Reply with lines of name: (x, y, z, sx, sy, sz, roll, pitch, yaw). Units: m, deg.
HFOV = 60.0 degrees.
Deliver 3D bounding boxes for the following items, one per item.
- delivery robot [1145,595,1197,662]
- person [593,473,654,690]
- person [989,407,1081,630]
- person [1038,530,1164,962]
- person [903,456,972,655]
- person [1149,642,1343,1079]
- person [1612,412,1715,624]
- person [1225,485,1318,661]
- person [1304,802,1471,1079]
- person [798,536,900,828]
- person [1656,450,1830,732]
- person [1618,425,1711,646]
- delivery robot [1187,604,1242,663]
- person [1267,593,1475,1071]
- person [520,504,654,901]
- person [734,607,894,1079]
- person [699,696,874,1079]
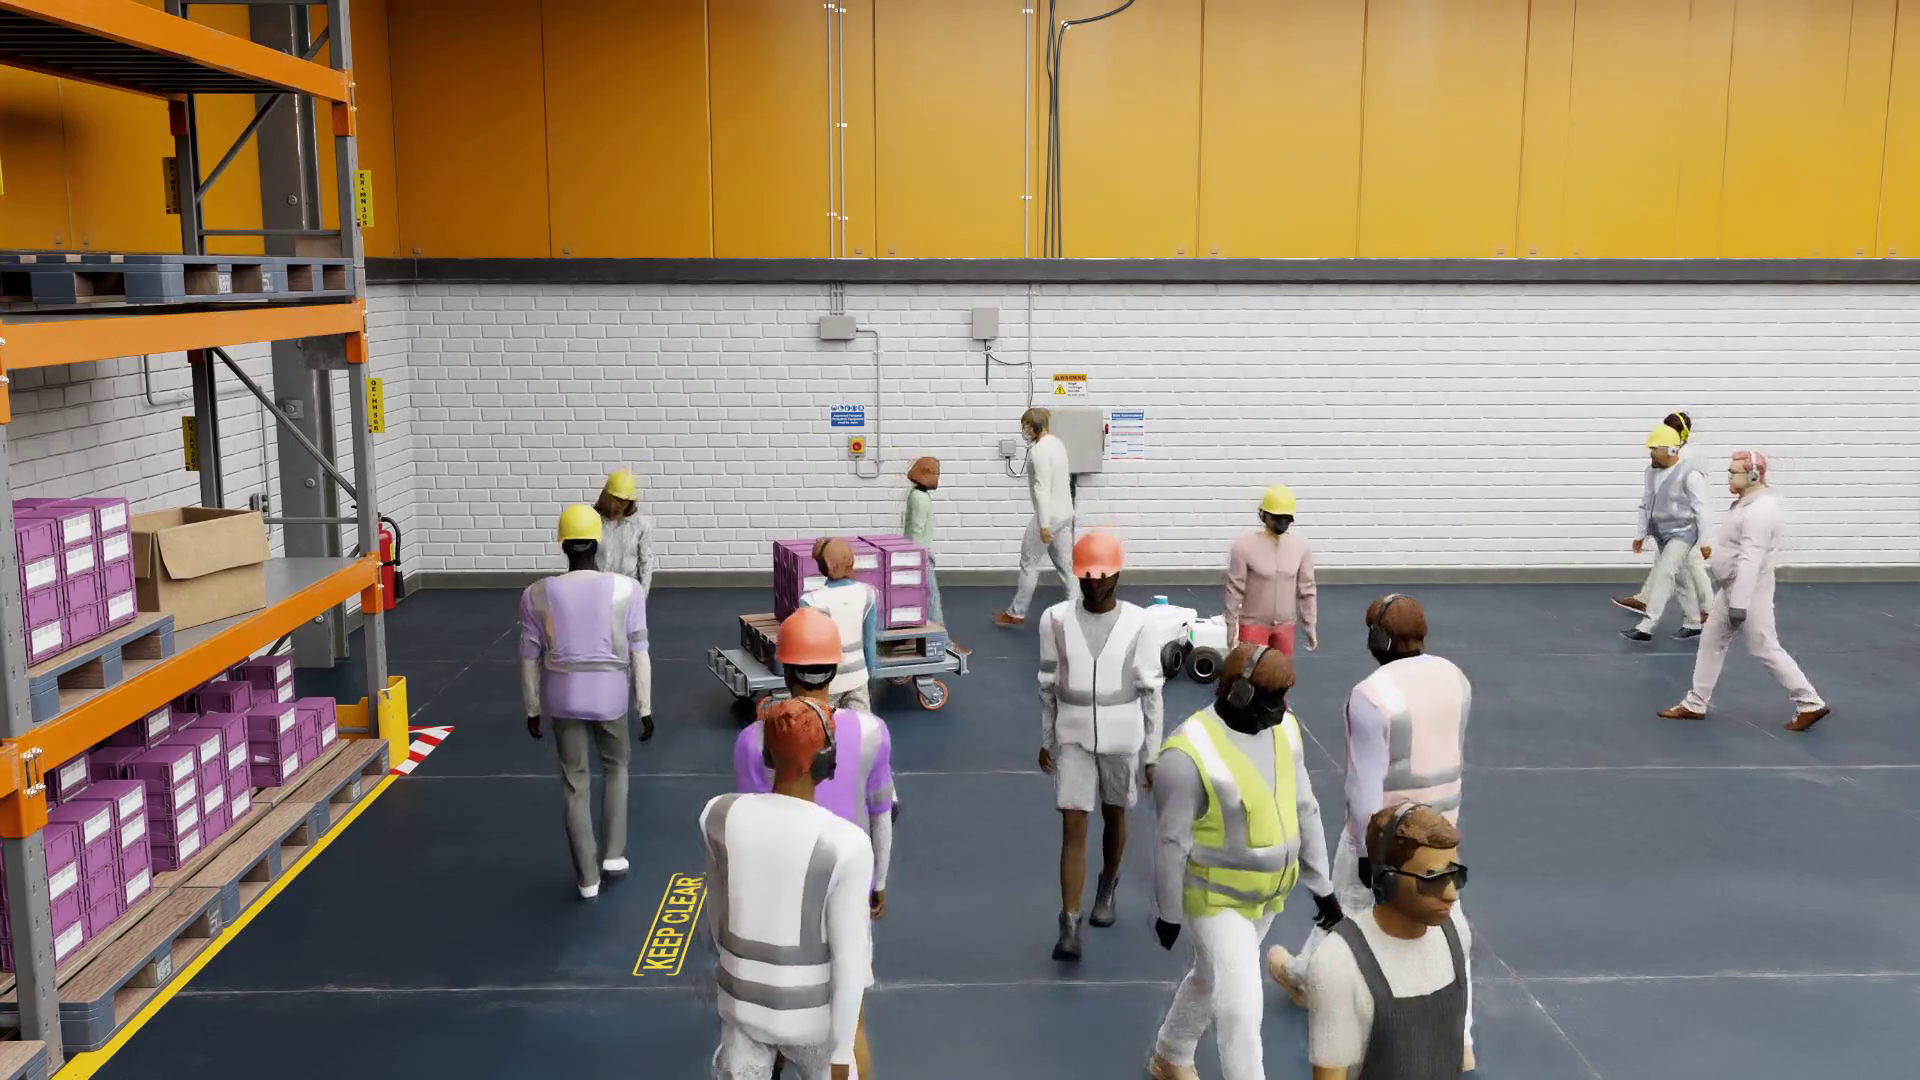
delivery robot: (1.521, 0.664, 12.608, 0.477, 0.478, 0.707, 6, 11, 31)
person: (-2.278, 0.395, 11.080, 0.485, 1.683, 0.905, -2, 9, -13)
person: (0.649, -0.159, 13.878, 0.917, 1.879, 0.646, 4, 10, 24)
person: (0.610, 0.900, 7.364, 0.572, 1.884, 0.972, 2, 9, 10)
person: (-0.341, 0.140, 12.946, 0.769, 1.596, 0.529, -2, 9, -9)
person: (0.937, 1.218, 5.754, 0.616, 1.794, 0.911, -9, 13, -42)
person: (6.125, -0.191, 14.302, 0.955, 1.811, 0.510, 5, 11, 30)
person: (1.880, 0.527, 10.082, 0.543, 1.748, 0.424, -2, 10, -13)
person: (1.060, 1.506, 3.918, 0.532, 1.795, 0.967, -5, 10, -28)
person: (-0.623, 0.780, 8.957, 0.525, 1.610, 0.751, -8, 12, -39)
person: (5.233, 0.334, 10.944, 0.996, 1.863, 0.647, 3, 10, 18)
person: (5.682, -0.035, 13.425, 0.902, 1.778, 0.598, -2, 9, -12)
delivery robot: (2.039, 0.712, 12.314, 0.707, 0.478, 0.477, 1, 9, 5)
person: (1.669, 1.089, 6.517, 0.626, 1.782, 1.002, -5, 11, -30)
person: (-1.813, 0.768, 8.107, 0.623, 1.905, 0.611, -2, 9, -10)
person: (-0.523, 1.161, 5.749, 0.567, 1.890, 0.958, -3, 10, -18)
person: (-0.499, 1.354, 4.841, 0.577, 1.823, 1.046, 3, 10, 20)
